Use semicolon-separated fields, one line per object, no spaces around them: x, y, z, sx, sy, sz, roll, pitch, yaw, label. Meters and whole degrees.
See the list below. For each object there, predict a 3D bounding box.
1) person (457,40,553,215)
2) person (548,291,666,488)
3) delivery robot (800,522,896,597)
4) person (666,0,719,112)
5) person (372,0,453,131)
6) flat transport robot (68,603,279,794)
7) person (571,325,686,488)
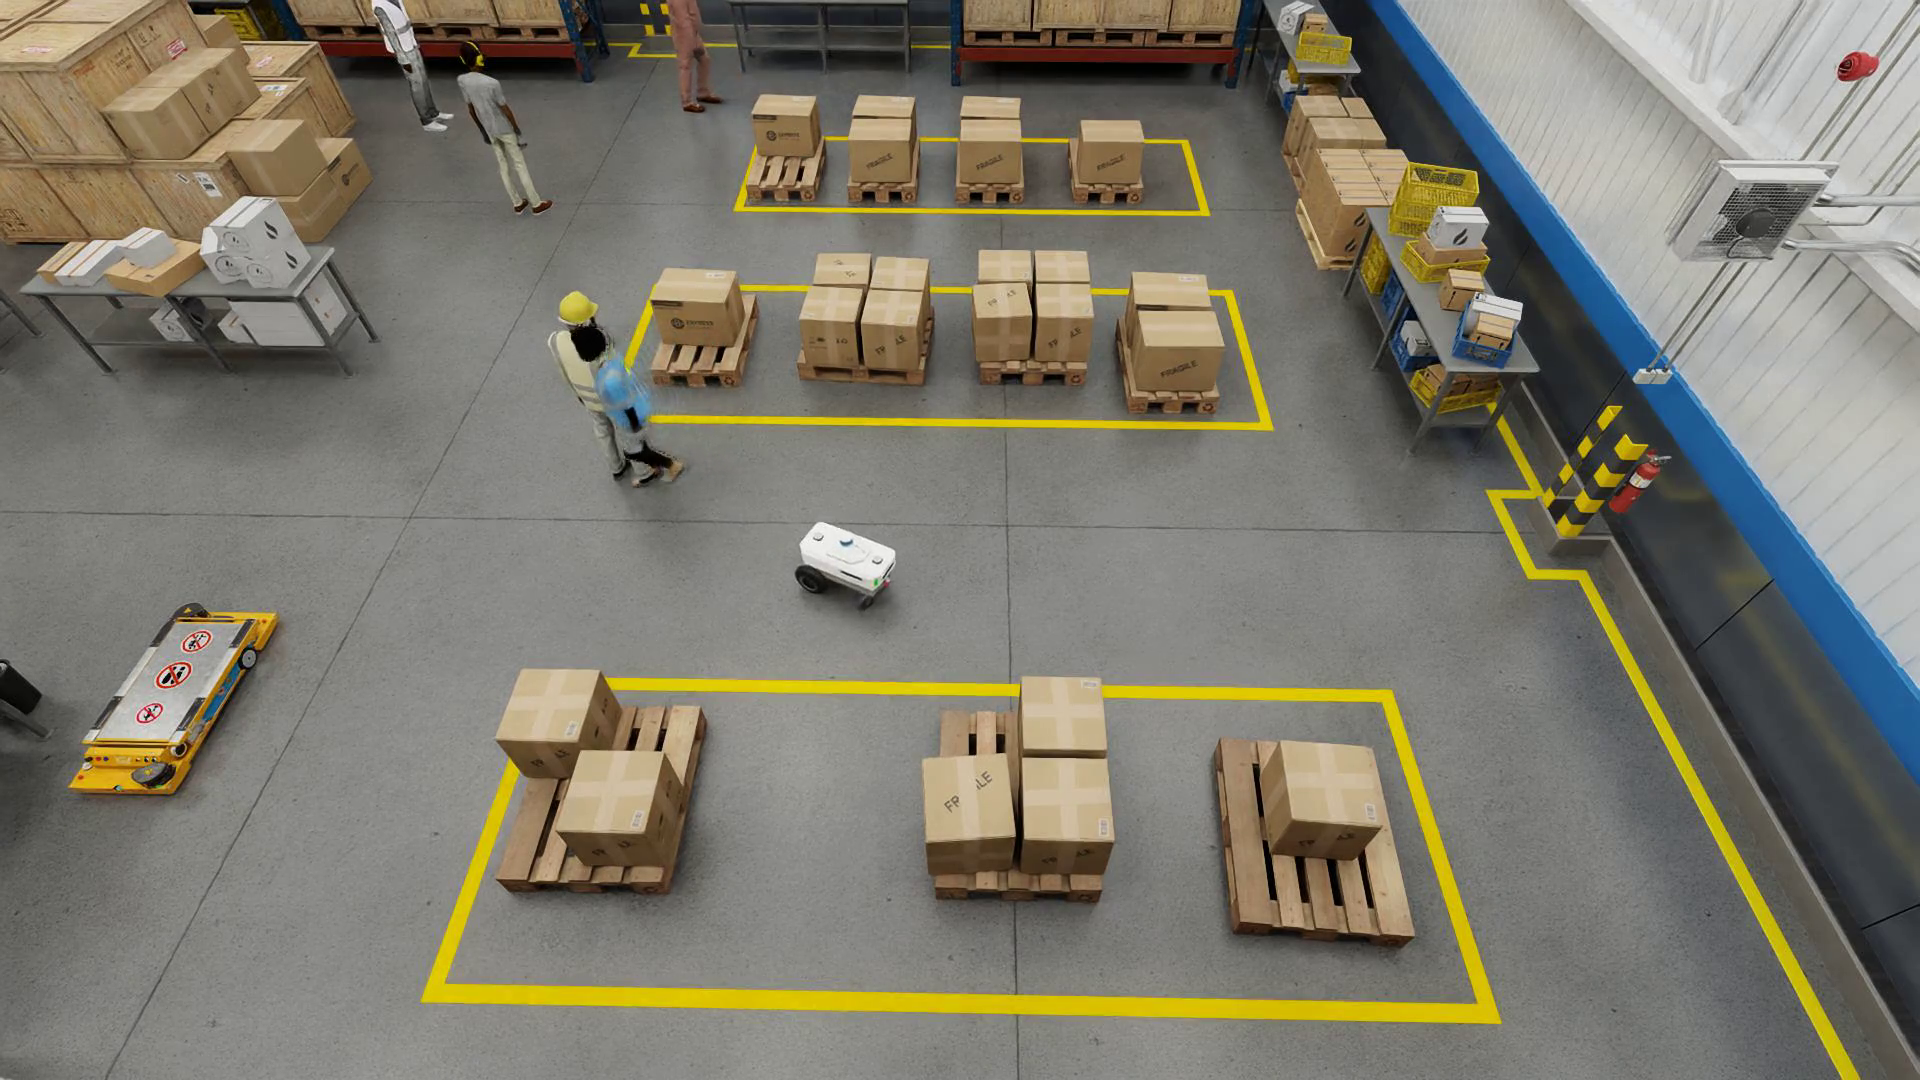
-5.067;-4.511;10.131;0.507;1.865;0.329;8;50;6;person
-2.824;-1.170;7.323;0.601;1.830;0.404;16;52;13;person
-0.848;0.131;6.994;0.707;0.478;0.477;20;53;17;delivery robot
-3.538;-6.494;11.806;0.483;1.881;0.653;-4;50;-3;person
-6.939;-6.135;11.474;0.384;1.912;0.586;-4;50;-3;person
-5.504;1.072;6.442;0.652;0.197;1.431;1;50;1;flat transport robot
-2.638;-1.023;7.294;0.403;1.679;0.561;-22;53;-17;person
